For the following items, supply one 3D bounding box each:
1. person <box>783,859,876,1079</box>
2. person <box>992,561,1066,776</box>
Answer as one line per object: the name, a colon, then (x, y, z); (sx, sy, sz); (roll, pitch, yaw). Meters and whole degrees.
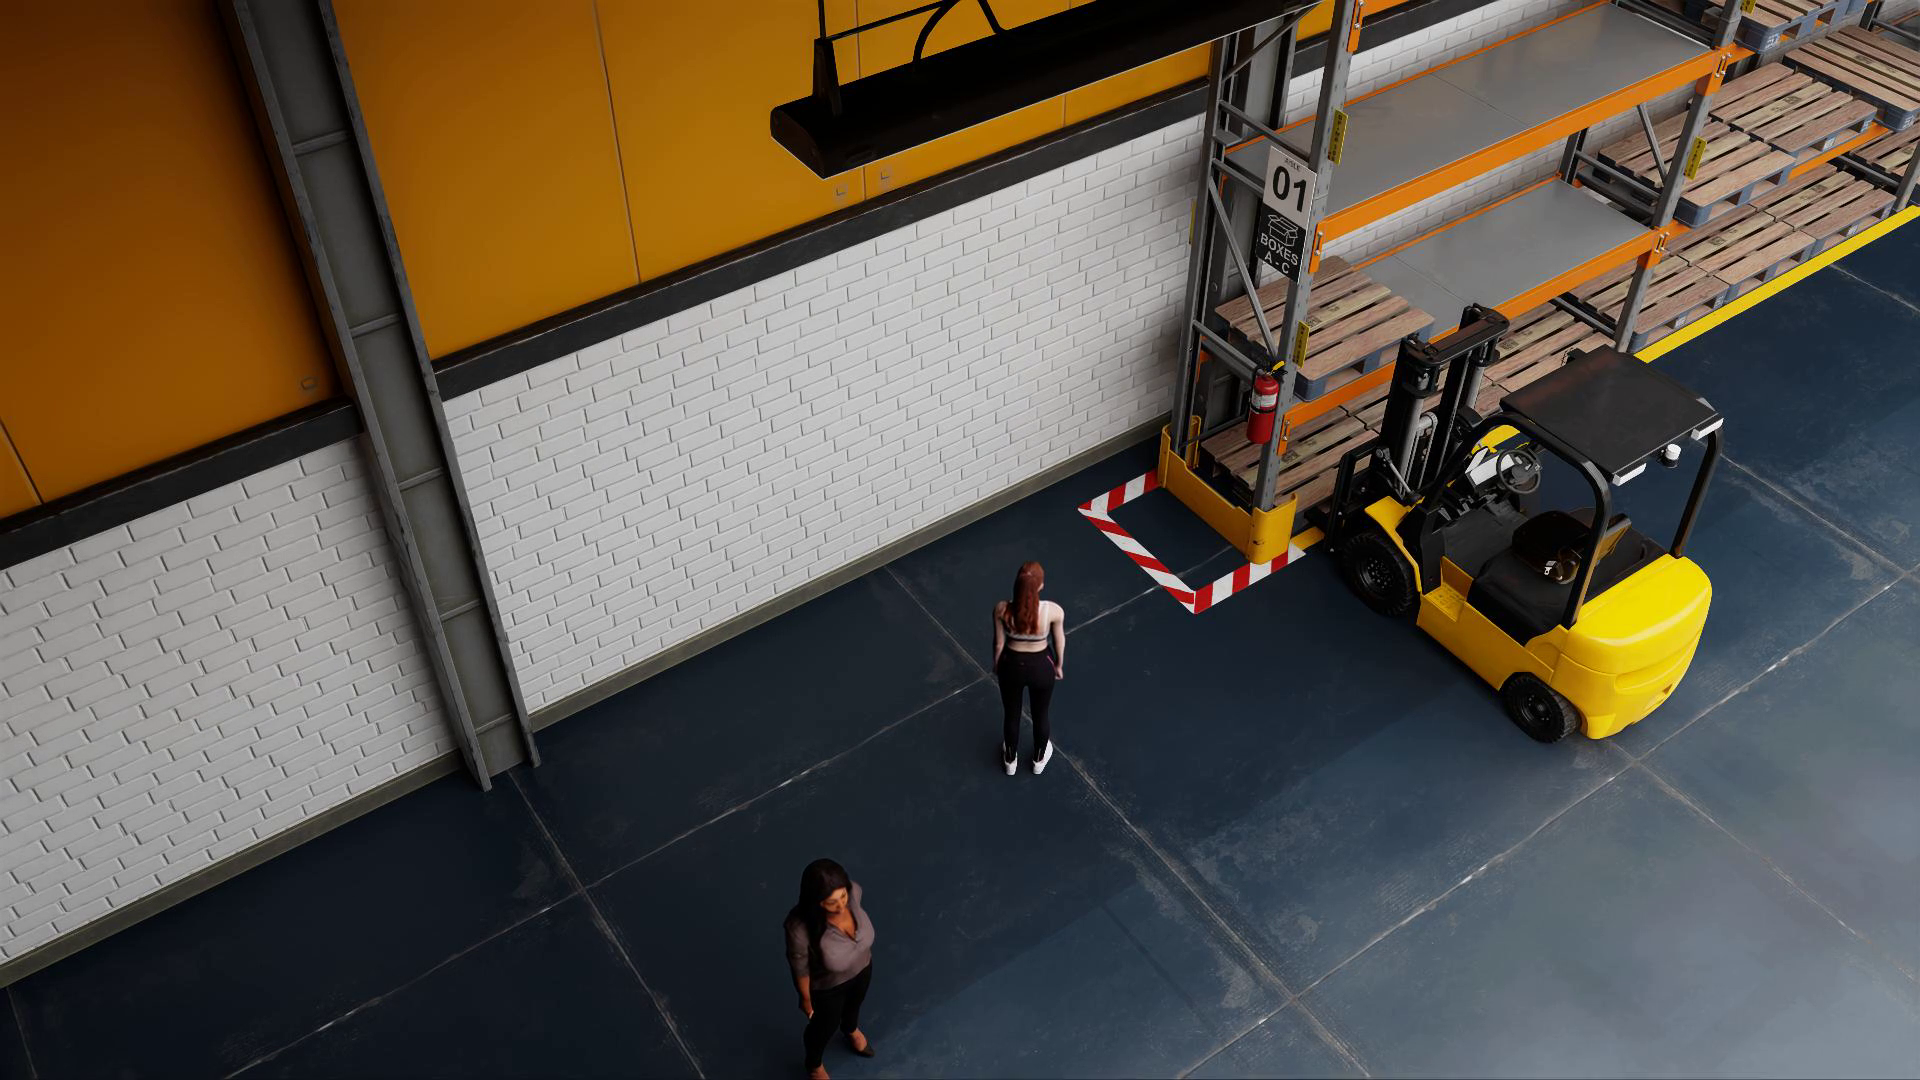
person: (-0.658, 2.225, 8.550); (0.771, 1.841, 0.622); (30, 51, 28)
person: (0.403, 0.792, 10.127); (0.639, 1.742, 0.719); (3, 44, 3)
